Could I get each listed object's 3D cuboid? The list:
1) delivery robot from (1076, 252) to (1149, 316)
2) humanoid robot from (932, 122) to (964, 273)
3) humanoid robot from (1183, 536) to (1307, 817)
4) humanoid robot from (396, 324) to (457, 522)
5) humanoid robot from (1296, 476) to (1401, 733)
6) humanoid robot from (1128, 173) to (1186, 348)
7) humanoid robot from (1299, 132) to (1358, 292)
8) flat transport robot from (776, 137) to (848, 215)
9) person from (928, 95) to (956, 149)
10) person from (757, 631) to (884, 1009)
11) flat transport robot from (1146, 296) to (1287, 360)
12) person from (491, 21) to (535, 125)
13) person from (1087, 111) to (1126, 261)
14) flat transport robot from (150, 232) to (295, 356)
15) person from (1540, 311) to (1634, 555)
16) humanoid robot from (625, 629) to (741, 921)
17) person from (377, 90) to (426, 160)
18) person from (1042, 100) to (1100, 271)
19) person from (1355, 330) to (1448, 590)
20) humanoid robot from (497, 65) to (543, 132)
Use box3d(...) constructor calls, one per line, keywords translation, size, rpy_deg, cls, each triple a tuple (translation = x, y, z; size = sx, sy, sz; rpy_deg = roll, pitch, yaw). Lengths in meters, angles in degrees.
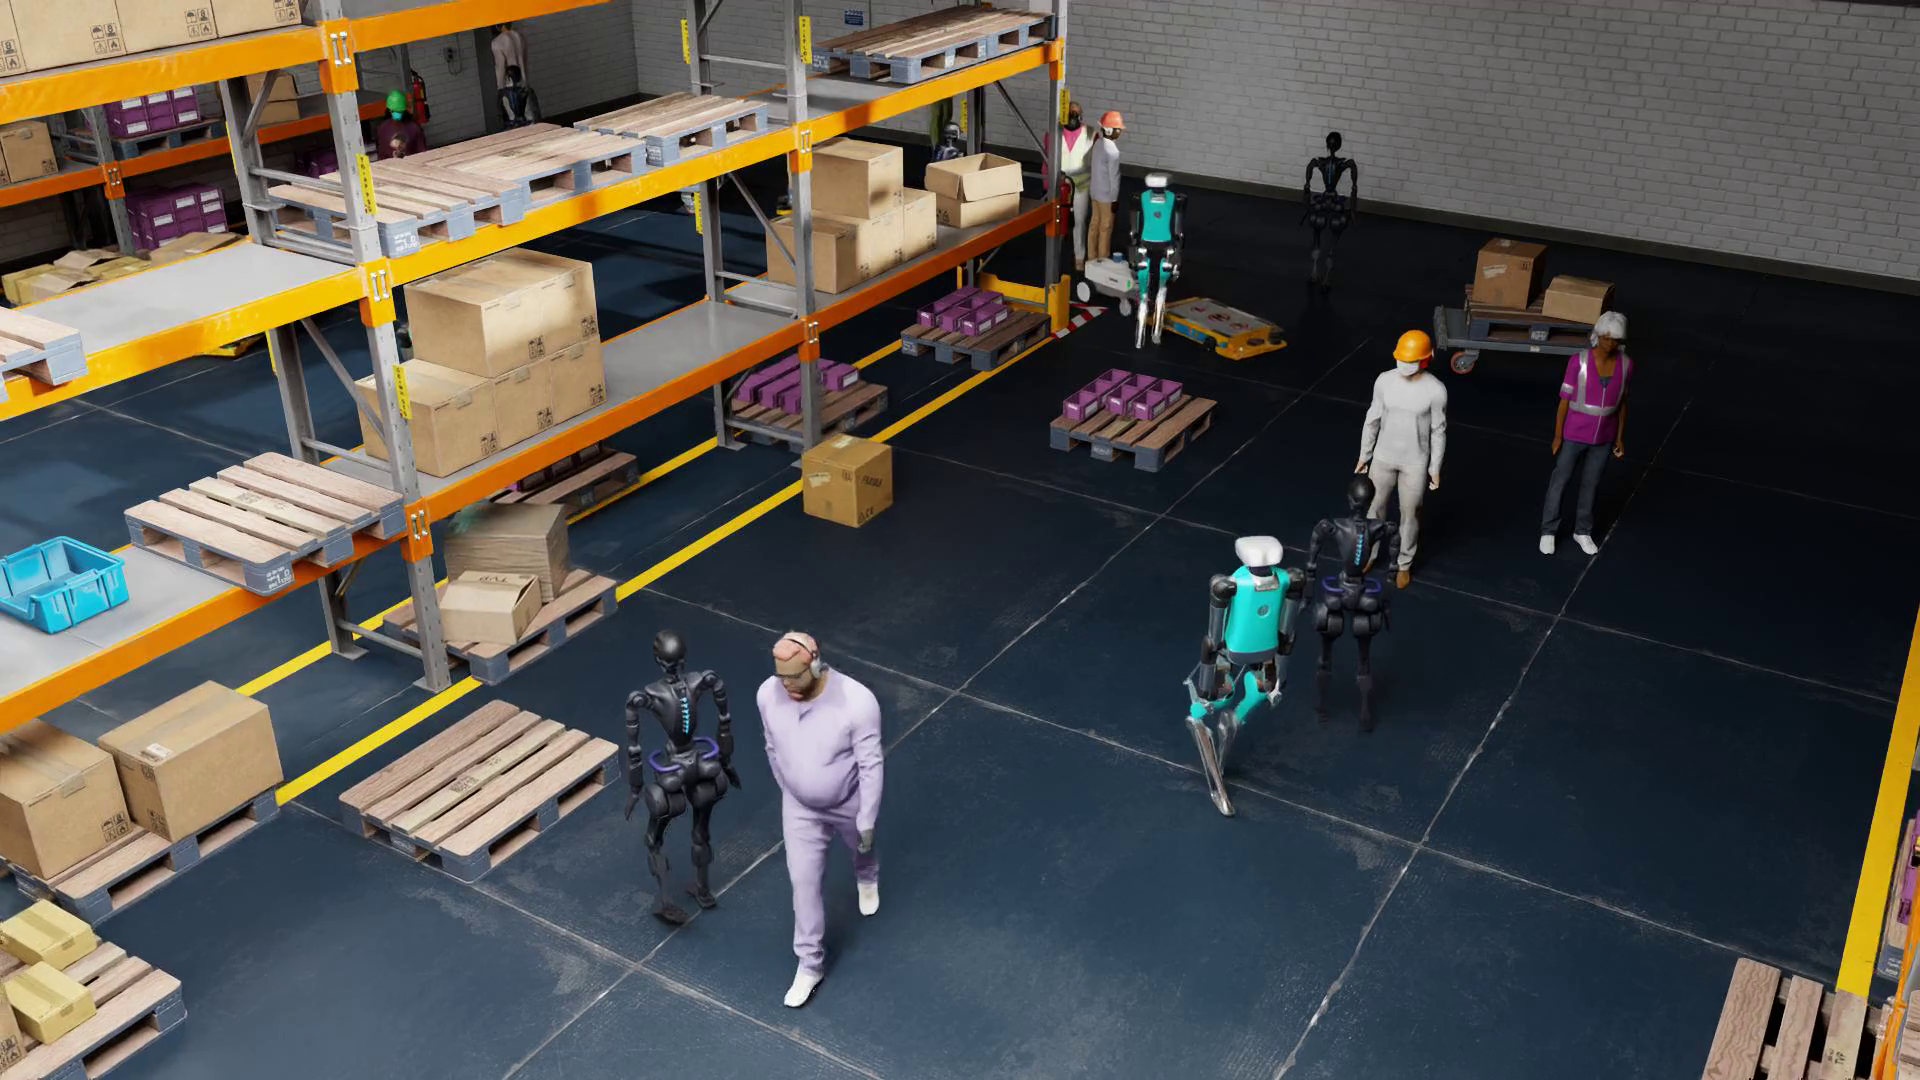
box3d(translation=(1.591, -2.661, 17.143), size=(0.499, 0.610, 0.788), rpy_deg=(-20, 33, -34), cls="delivery robot")
box3d(translation=(-0.142, -3.659, 17.850), size=(0.338, 1.654, 0.598), rpy_deg=(-20, 33, -34), cls="humanoid robot")
box3d(translation=(1.477, 0.728, 9.255), size=(0.545, 1.881, 0.787), rpy_deg=(-7, 28, -14), cls="humanoid robot")
box3d(translation=(-3.834, -1.055, 12.707), size=(0.540, 1.760, 1.031), rpy_deg=(4, 27, 8), cls="humanoid robot")
box3d(translation=(2.294, 0.376, 9.904), size=(0.595, 1.647, 0.429), rpy_deg=(1, 27, 2), cls="humanoid robot")
box3d(translation=(1.859, -2.652, 15.845), size=(0.547, 1.826, 0.763), rpy_deg=(3, 27, 7), cls="humanoid robot")
box3d(translation=(3.867, -3.447, 17.430), size=(0.602, 1.646, 0.368), rpy_deg=(9, 28, 17), cls="humanoid robot")
box3d(translation=(-1.517, -4.154, 20.384), size=(1.431, 0.231, 0.659), rpy_deg=(-1, 27, -2), cls="flat transport robot")
box3d(translation=(-0.220, -5.036, 20.626), size=(0.378, 1.612, 0.547), rpy_deg=(11, 29, 20), cls="person")
box3d(translation=(-0.656, 1.227, 8.048), size=(0.641, 1.841, 1.037), rpy_deg=(4, 27, 8), cls="person")
box3d(translation=(2.476, -2.104, 16.343), size=(0.659, 0.231, 1.431), rpy_deg=(-17, 32, -30), cls="flat transport robot")
box3d(translation=(-6.051, -6.166, 22.505), size=(0.375, 1.939, 0.627), rpy_deg=(13, 30, 24), cls="person")
box3d(translation=(1.582, -3.744, 17.937), size=(0.337, 1.748, 0.561), rpy_deg=(-10, 29, -19), cls="person")
box3d(translation=(-7.080, -2.155, 16.444), size=(0.659, 0.231, 1.431), rpy_deg=(5, 27, 9), cls="flat transport robot")
box3d(translation=(4.526, -0.762, 11.955), size=(0.513, 1.847, 0.337), rpy_deg=(0, 27, 1), cls="person")
box3d(translation=(-1.388, 1.174, 8.319), size=(0.612, 1.646, 0.322), rpy_deg=(-16, 31, -29), cls="humanoid robot")
box3d(translation=(-6.014, -3.896, 18.049), size=(0.521, 1.929, 0.676), rpy_deg=(-4, 27, -9), cls="person")
box3d(translation=(1.186, -3.828, 18.005), size=(0.632, 1.839, 0.429), rpy_deg=(3, 27, 5), cls="person")
box3d(translation=(3.046, -0.558, 11.505), size=(0.581, 1.892, 0.377), rpy_deg=(14, 30, 25), cls="person")
box3d(translation=(-5.413, -4.997, 20.481), size=(0.589, 1.642, 0.456), rpy_deg=(3, 27, 7), cls="humanoid robot")
